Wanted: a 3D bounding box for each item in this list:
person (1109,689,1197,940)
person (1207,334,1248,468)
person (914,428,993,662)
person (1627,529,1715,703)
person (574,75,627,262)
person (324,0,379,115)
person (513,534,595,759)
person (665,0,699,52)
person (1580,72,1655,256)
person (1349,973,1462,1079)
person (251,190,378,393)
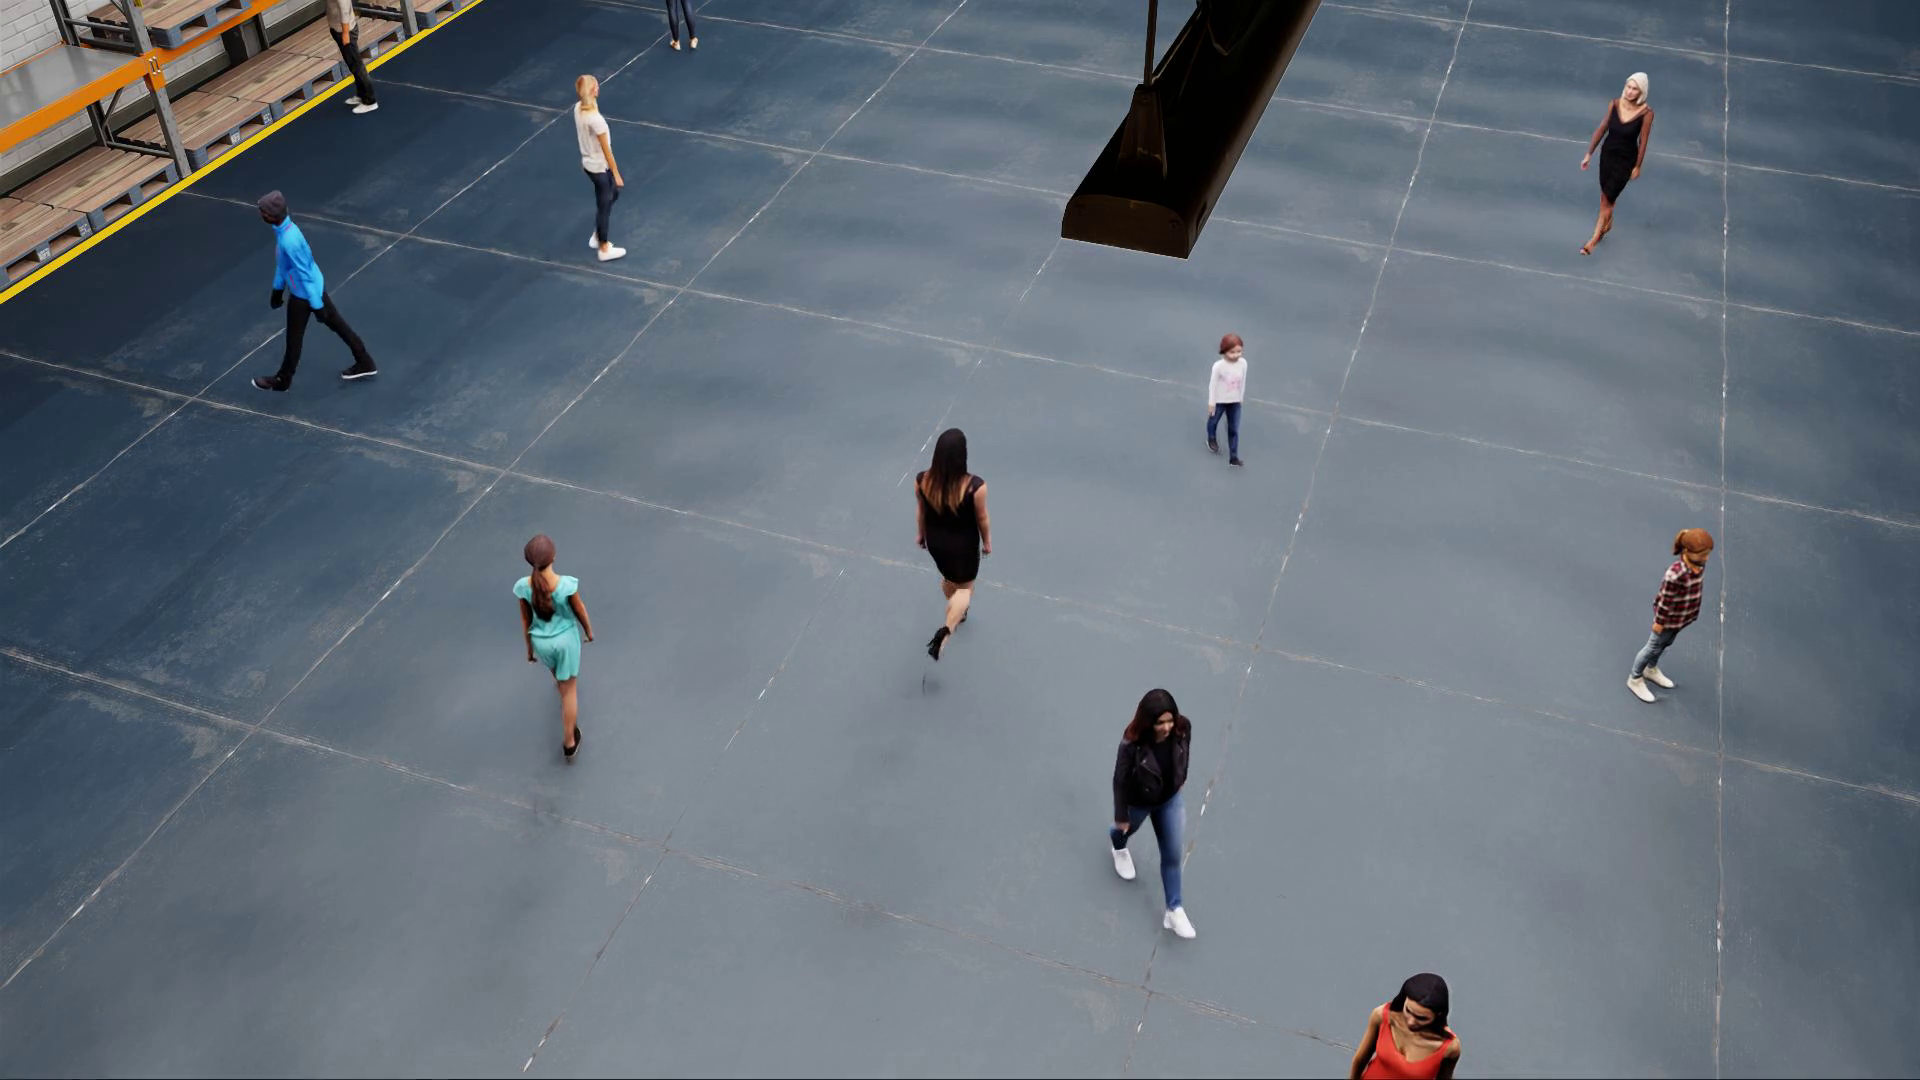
[{"bbox_3d":[1.016,1.401,9.304,1.080,1.595,1.181,-13,40,-16],"label":"person"},{"bbox_3d":[2.038,-1.130,12.879,0.679,1.089,0.819,-7,39,-8],"label":"person"},{"bbox_3d":[-0.059,0.068,10.895,0.679,1.694,0.963,14,41,17],"label":"person"},{"bbox_3d":[4.592,0.451,10.726,0.582,1.305,0.674,-26,45,-29],"label":"person"},{"bbox_3d":[-3.360,-3.323,15.055,0.776,1.799,0.729,-23,44,-26],"label":"person"},{"bbox_3d":[-6.554,-5.467,17.732,0.777,1.810,0.722,-17,42,-20],"label":"person"},{"bbox_3d":[-2.500,0.683,10.268,0.806,1.514,1.093,-1,39,-2],"label":"person"},{"bbox_3d":[-3.272,-6.518,19.068,0.681,1.784,0.713,-11,40,-13],"label":"person"},{"bbox_3d":[6.125,-3.522,15.371,0.997,1.717,0.886,-23,44,-26],"label":"person"},{"bbox_3d":[2.022,2.590,7.716,0.621,1.719,0.563,19,42,22],"label":"person"},{"bbox_3d":[-5.165,-2.002,13.448,1.166,1.742,1.178,-14,41,-17],"label":"person"}]
